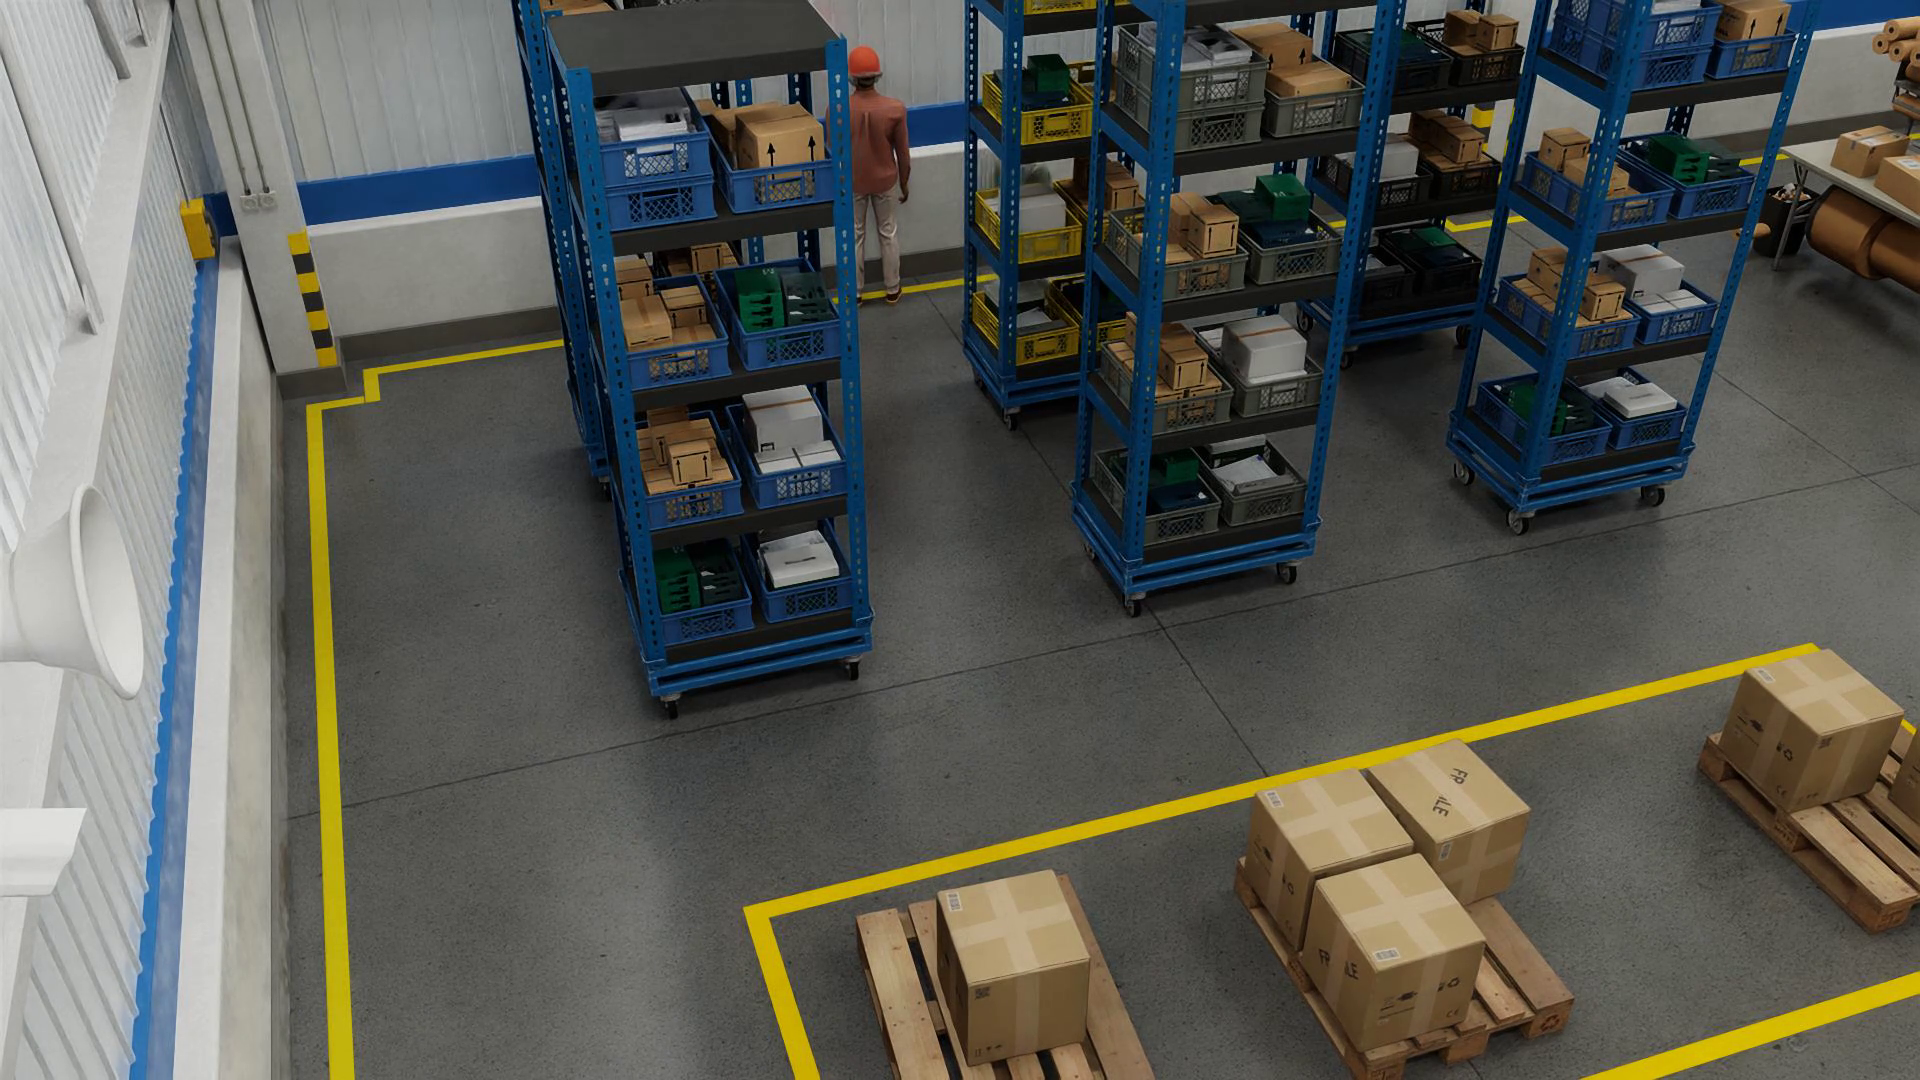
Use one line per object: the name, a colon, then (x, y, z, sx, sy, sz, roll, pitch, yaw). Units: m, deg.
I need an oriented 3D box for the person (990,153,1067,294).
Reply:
person: (0.504, -2.388, 12.285, 0.910, 1.580, 0.505, -23, 41, -29)

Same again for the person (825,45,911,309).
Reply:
person: (-0.675, -2.670, 12.333, 0.622, 1.993, 0.384, -4, 35, -6)
